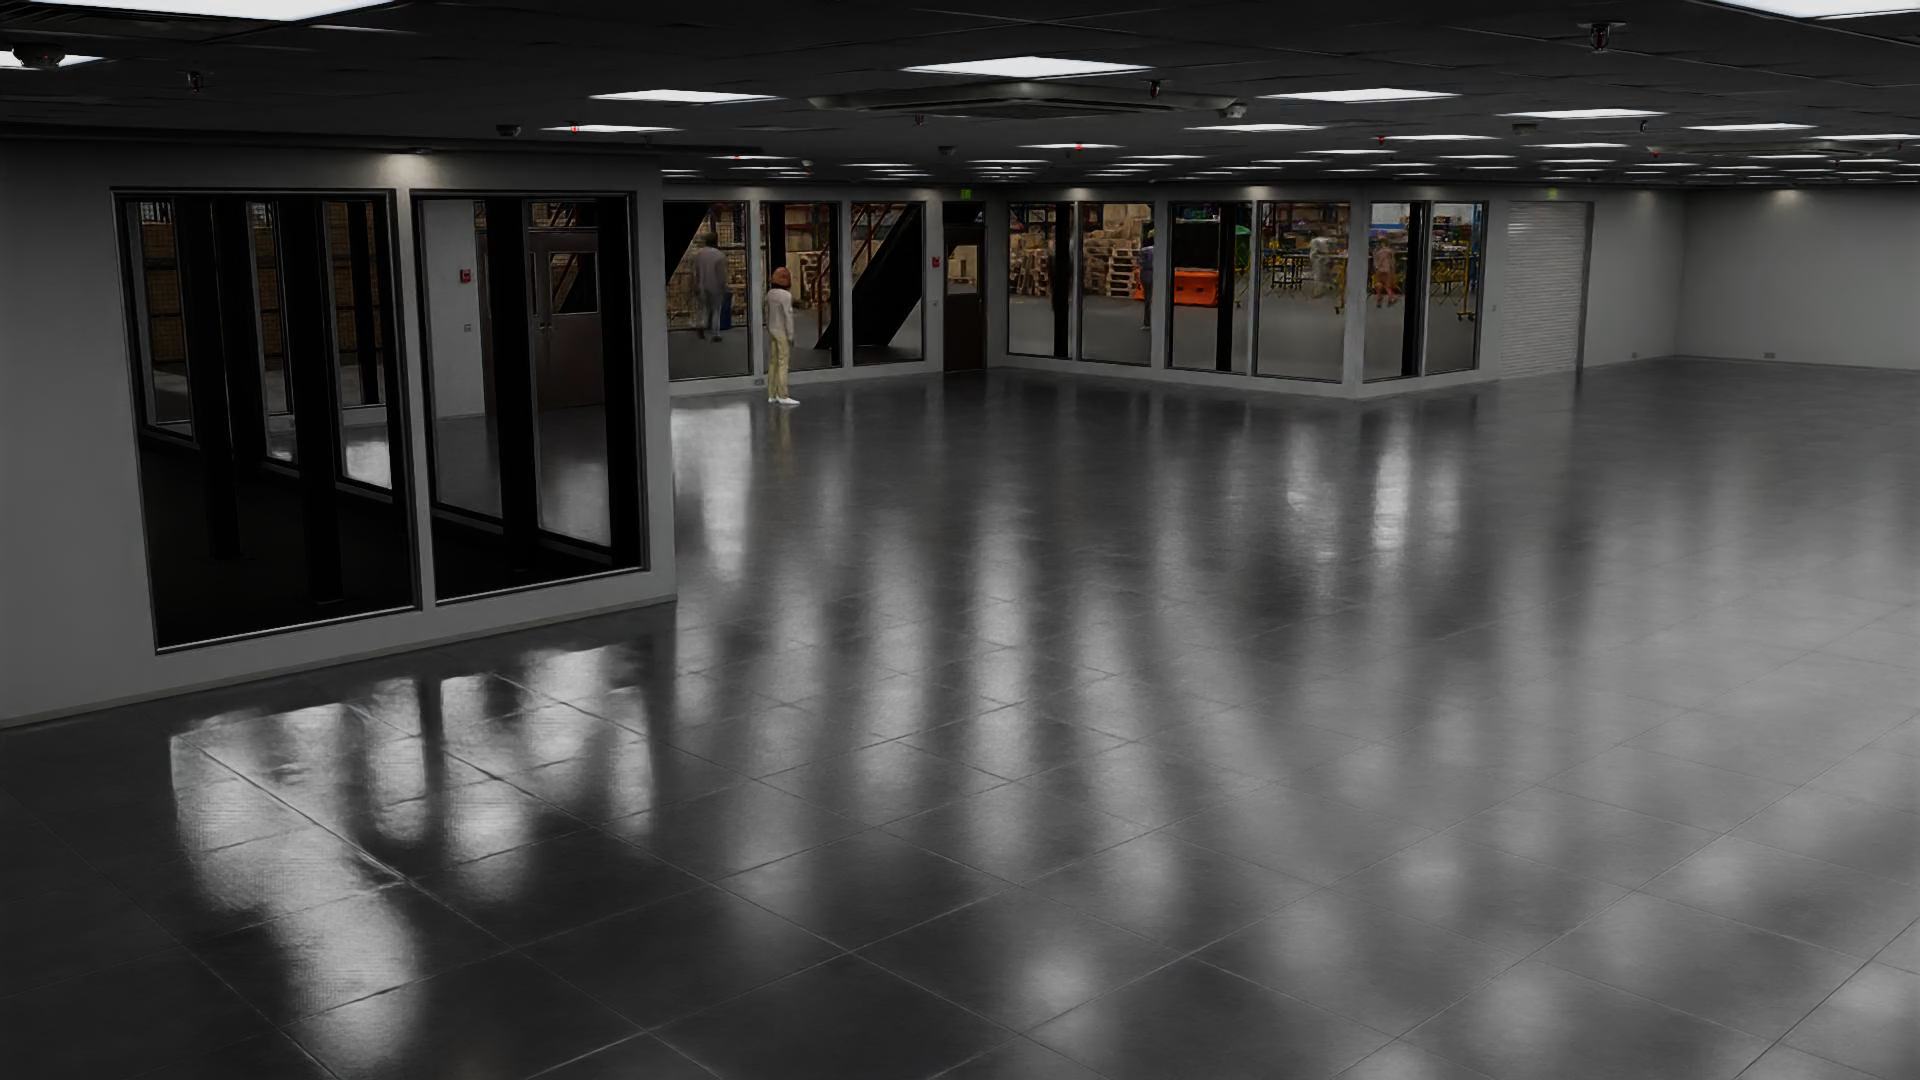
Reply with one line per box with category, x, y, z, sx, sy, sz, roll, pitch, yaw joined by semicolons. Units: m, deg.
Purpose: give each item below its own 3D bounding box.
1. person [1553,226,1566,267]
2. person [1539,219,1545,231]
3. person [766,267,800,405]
person;16.968;-8.009;47.196;0.328;1.872;0.509;-5;12;-23
person;27.618;-14.378;79.115;0.682;1.859;0.977;2;11;9
person;-2.134;-2.430;19.824;0.277;1.632;0.502;-8;14;-36
